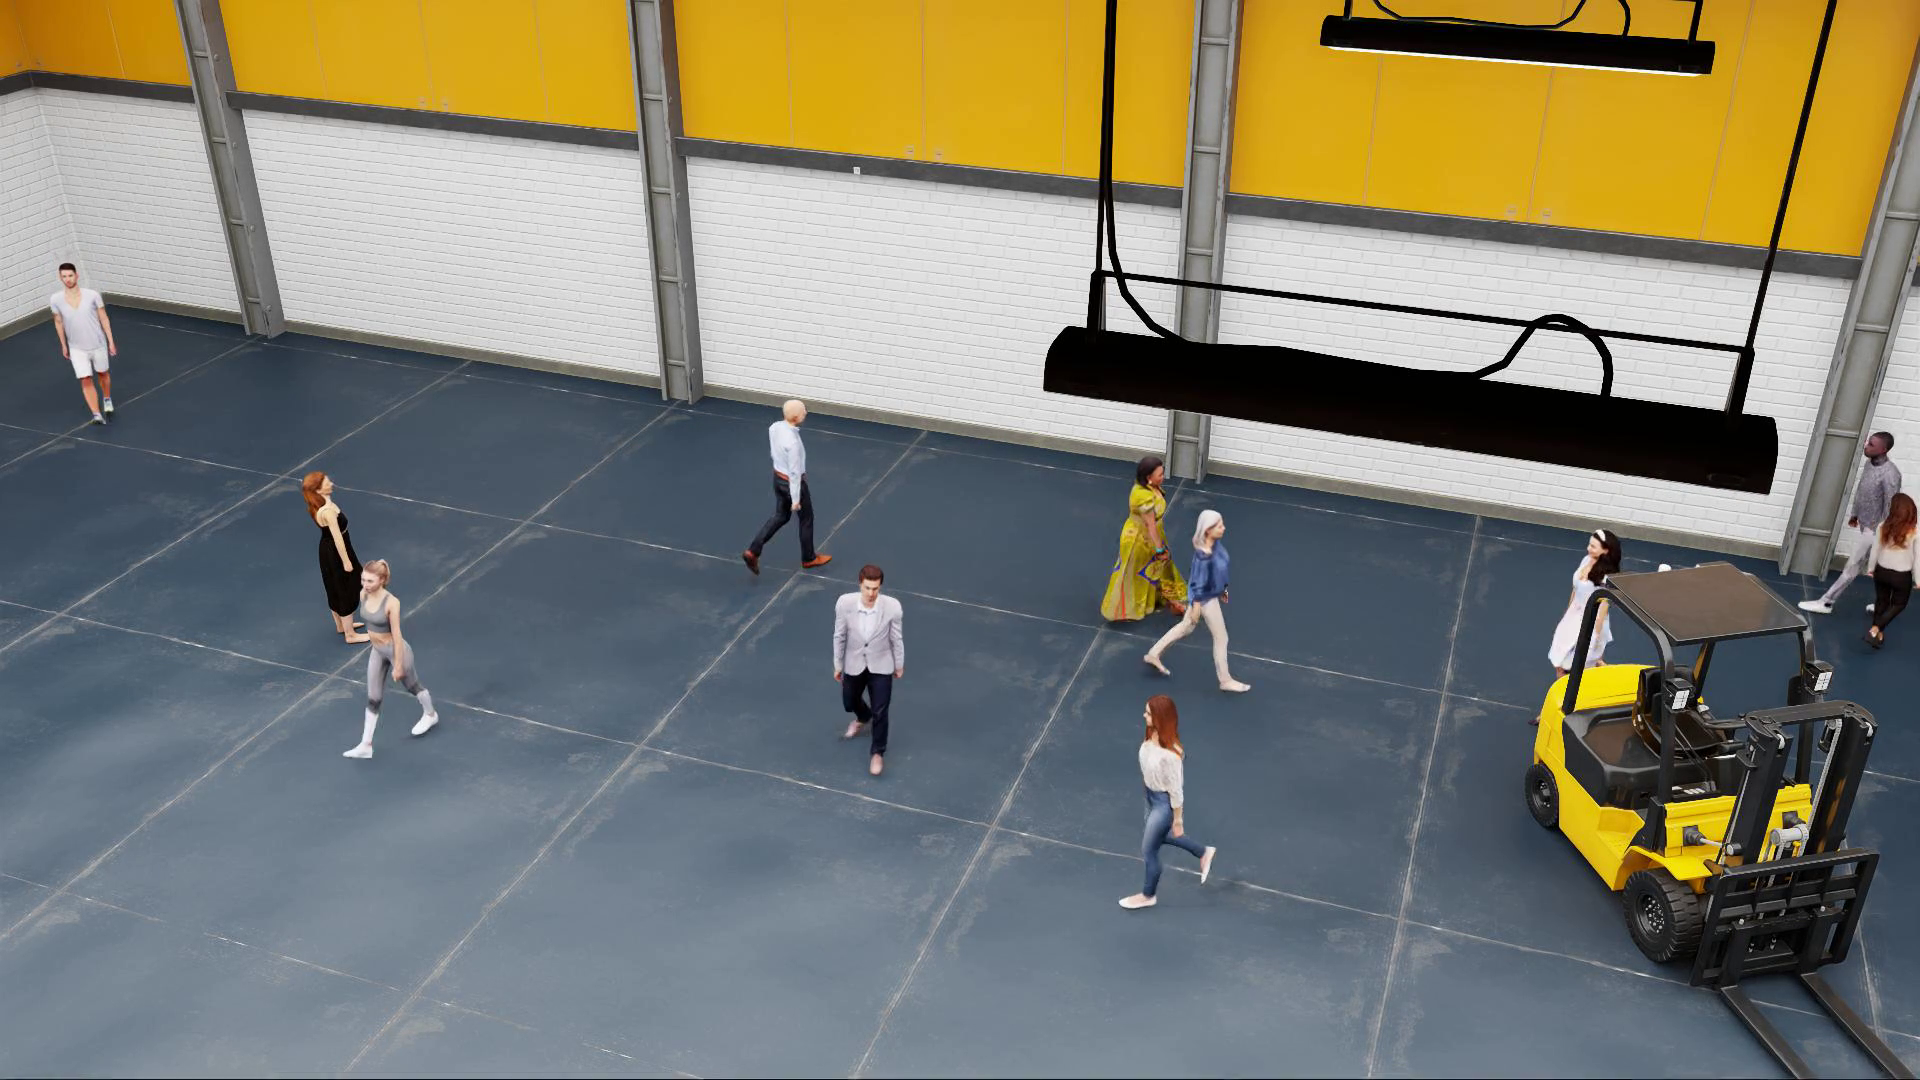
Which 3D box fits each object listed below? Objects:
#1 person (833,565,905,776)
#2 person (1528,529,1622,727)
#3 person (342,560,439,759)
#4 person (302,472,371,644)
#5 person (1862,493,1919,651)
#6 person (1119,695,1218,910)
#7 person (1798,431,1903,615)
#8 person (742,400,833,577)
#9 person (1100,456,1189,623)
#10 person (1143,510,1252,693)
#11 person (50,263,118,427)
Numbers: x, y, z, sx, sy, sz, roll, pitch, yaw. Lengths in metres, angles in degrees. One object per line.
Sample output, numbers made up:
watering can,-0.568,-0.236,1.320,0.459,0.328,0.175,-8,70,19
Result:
person,-0.699,0.925,12.805,0.895,1.824,0.867,5,29,10
person,5.036,0.723,13.209,1.198,1.792,0.978,-4,29,-8
person,-4.398,0.880,13.062,1.069,1.658,0.724,14,32,25
person,-5.440,0.134,14.462,0.736,1.626,0.665,-18,34,-30
person,8.001,0.307,14.310,0.785,1.468,0.723,-20,35,-32
person,1.474,1.784,11.355,1.073,1.705,0.925,-7,29,-13
person,8.184,-0.089,14.718,1.191,1.774,0.854,4,29,8
person,-1.651,-0.455,15.401,1.114,1.762,1.147,-18,33,-29
person,1.528,0.024,14.663,1.131,1.627,0.871,6,29,10
person,1.930,0.494,13.770,1.181,1.657,0.723,6,29,11
person,-9.743,-2.222,18.588,1.170,1.813,1.235,-13,31,-23
